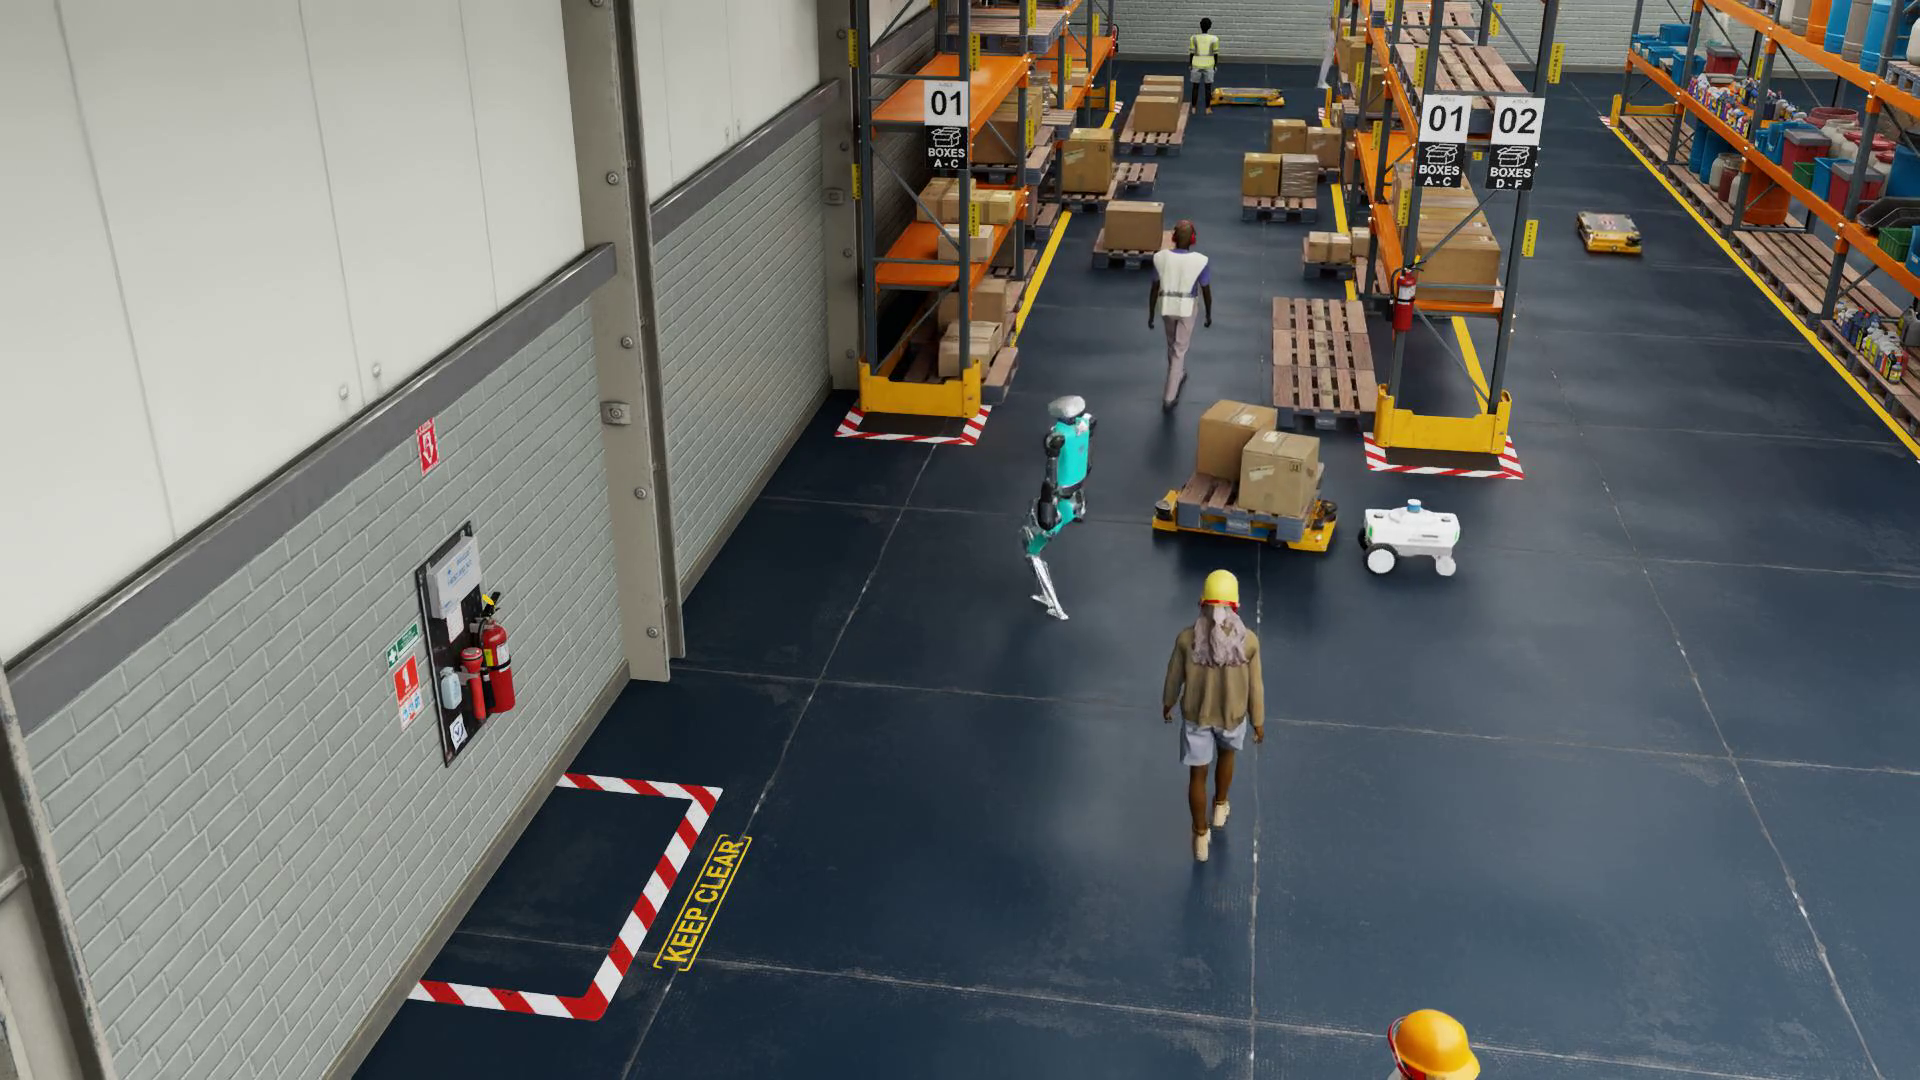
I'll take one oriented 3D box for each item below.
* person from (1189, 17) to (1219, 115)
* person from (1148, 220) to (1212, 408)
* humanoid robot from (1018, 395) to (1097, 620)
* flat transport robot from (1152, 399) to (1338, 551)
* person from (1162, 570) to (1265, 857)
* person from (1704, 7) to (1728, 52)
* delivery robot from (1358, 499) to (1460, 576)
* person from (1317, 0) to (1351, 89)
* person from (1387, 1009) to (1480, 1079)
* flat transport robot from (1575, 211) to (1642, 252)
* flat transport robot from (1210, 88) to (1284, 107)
[{"bbox_3d":[4.365,-8.500,29.861,0.540,1.696,0.315,4,25,10],"label":"person"},{"bbox_3d":[2.175,-2.253,16.373,0.583,1.790,0.965,11,27,21],"label":"person"},{"bbox_3d":[0.590,-0.249,12.161,0.749,1.793,0.557,17,30,32],"label":"humanoid robot"},{"bbox_3d":[2.369,-0.201,13.788,1.431,0.231,0.659,9,26,18],"label":"flat transport robot"},{"bbox_3d":[1.461,0.941,9.597,0.586,1.740,0.694,3,25,7],"label":"person"},{"bbox_3d":[14.853,-9.777,32.545,0.618,1.740,0.552,-3,25,-6],"label":"person"},{"bbox_3d":[3.514,-0.027,13.085,0.783,0.601,0.499,3,25,7],"label":"delivery robot"},{"bbox_3d":[7.400,-9.623,32.108,0.931,1.823,0.556,11,27,23],"label":"person"},{"bbox_3d":[1.626,2.489,6.125,0.566,1.890,0.379,-23,33,-40],"label":"person"},{"bbox_3d":[8.619,-4.100,22.133,0.659,0.231,1.431,5,26,11],"label":"flat transport robot"},{"bbox_3d":[5.318,-8.272,31.063,1.431,0.231,0.659,4,25,8],"label":"flat transport robot"}]
